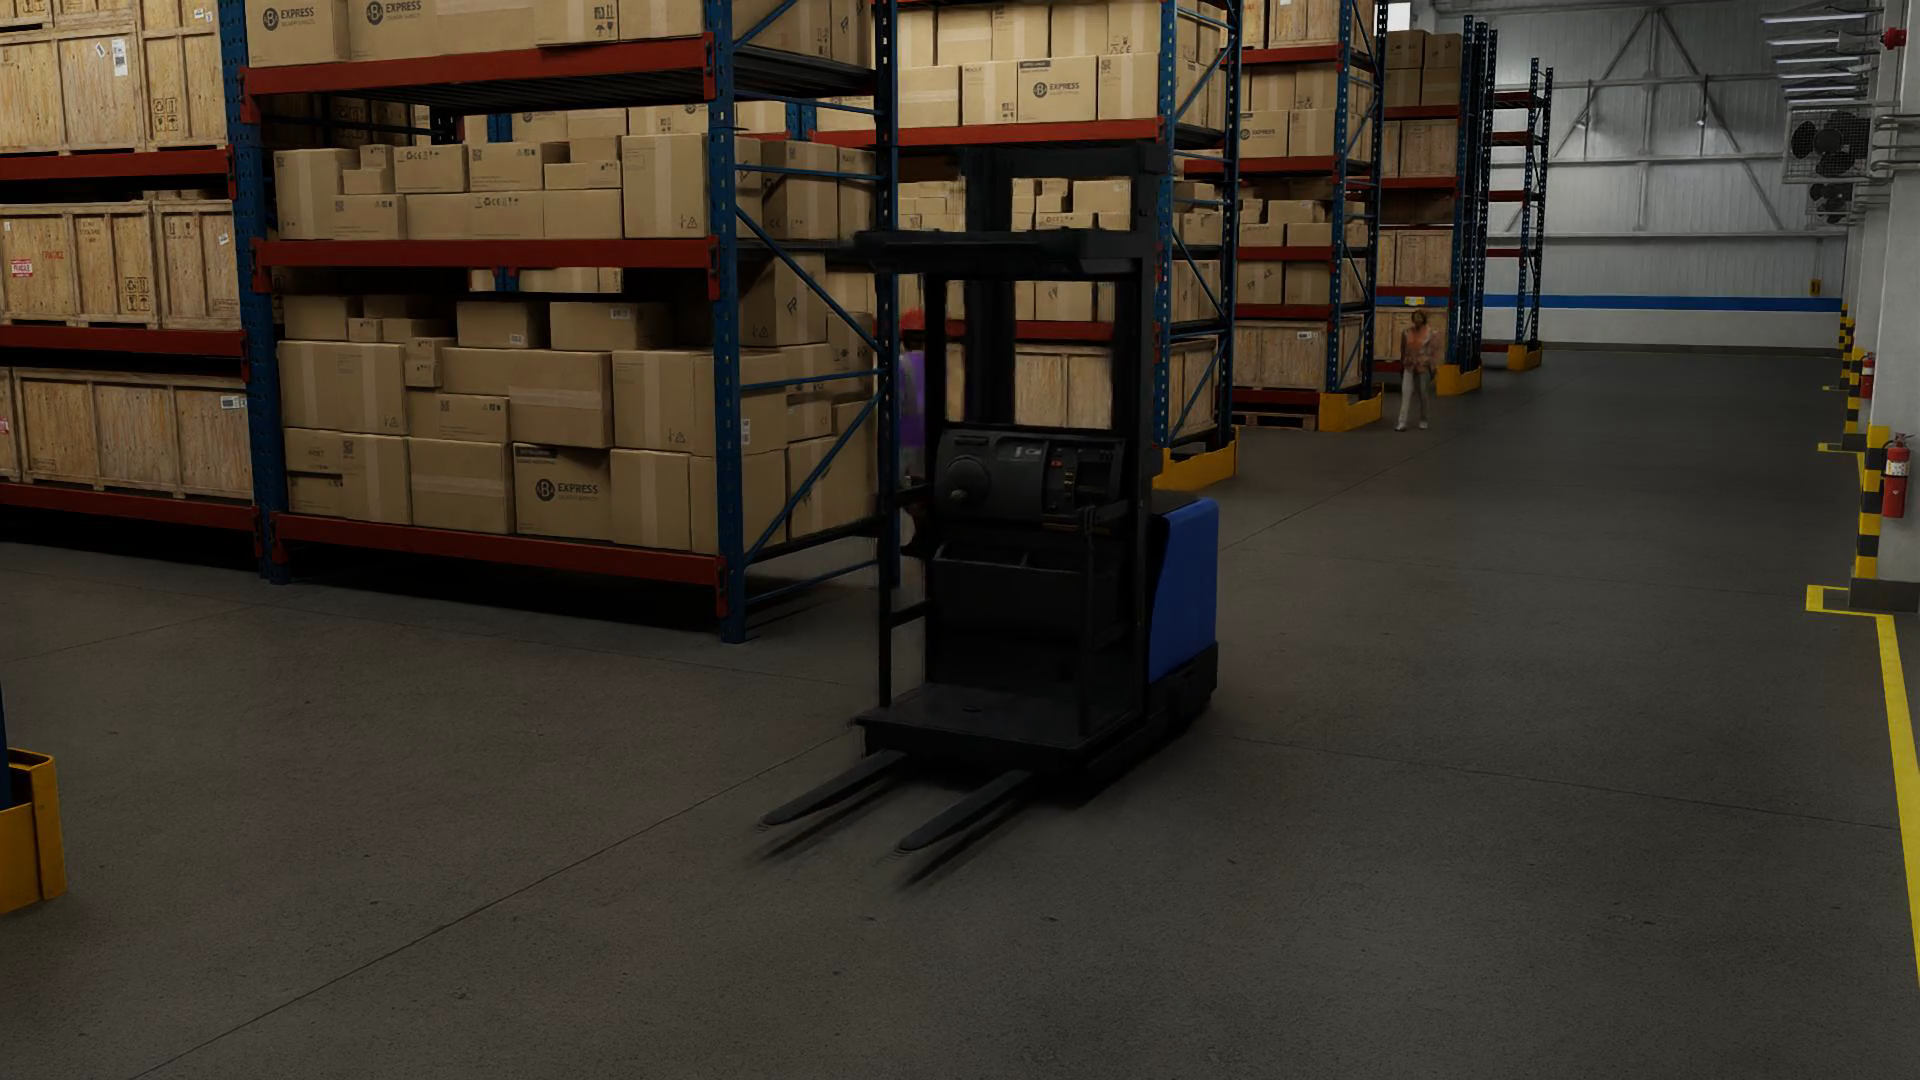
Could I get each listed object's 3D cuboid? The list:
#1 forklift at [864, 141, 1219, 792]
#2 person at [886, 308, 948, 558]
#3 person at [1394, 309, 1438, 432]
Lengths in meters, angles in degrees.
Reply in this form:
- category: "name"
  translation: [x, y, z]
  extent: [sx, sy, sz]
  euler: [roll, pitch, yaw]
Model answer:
- category: "forklift"
  translation: [0.485, -0.464, 7.931]
  extent: [1.129, 2.768, 1.873]
  euler: [5, 11, 27]
- category: "person"
  translation: [-0.334, -0.787, 12.575]
  extent: [0.579, 1.922, 0.471]
  euler: [-9, 13, -41]
- category: "person"
  translation: [6.020, -2.232, 21.880]
  extent: [0.525, 1.595, 0.776]
  euler: [6, 12, 32]
